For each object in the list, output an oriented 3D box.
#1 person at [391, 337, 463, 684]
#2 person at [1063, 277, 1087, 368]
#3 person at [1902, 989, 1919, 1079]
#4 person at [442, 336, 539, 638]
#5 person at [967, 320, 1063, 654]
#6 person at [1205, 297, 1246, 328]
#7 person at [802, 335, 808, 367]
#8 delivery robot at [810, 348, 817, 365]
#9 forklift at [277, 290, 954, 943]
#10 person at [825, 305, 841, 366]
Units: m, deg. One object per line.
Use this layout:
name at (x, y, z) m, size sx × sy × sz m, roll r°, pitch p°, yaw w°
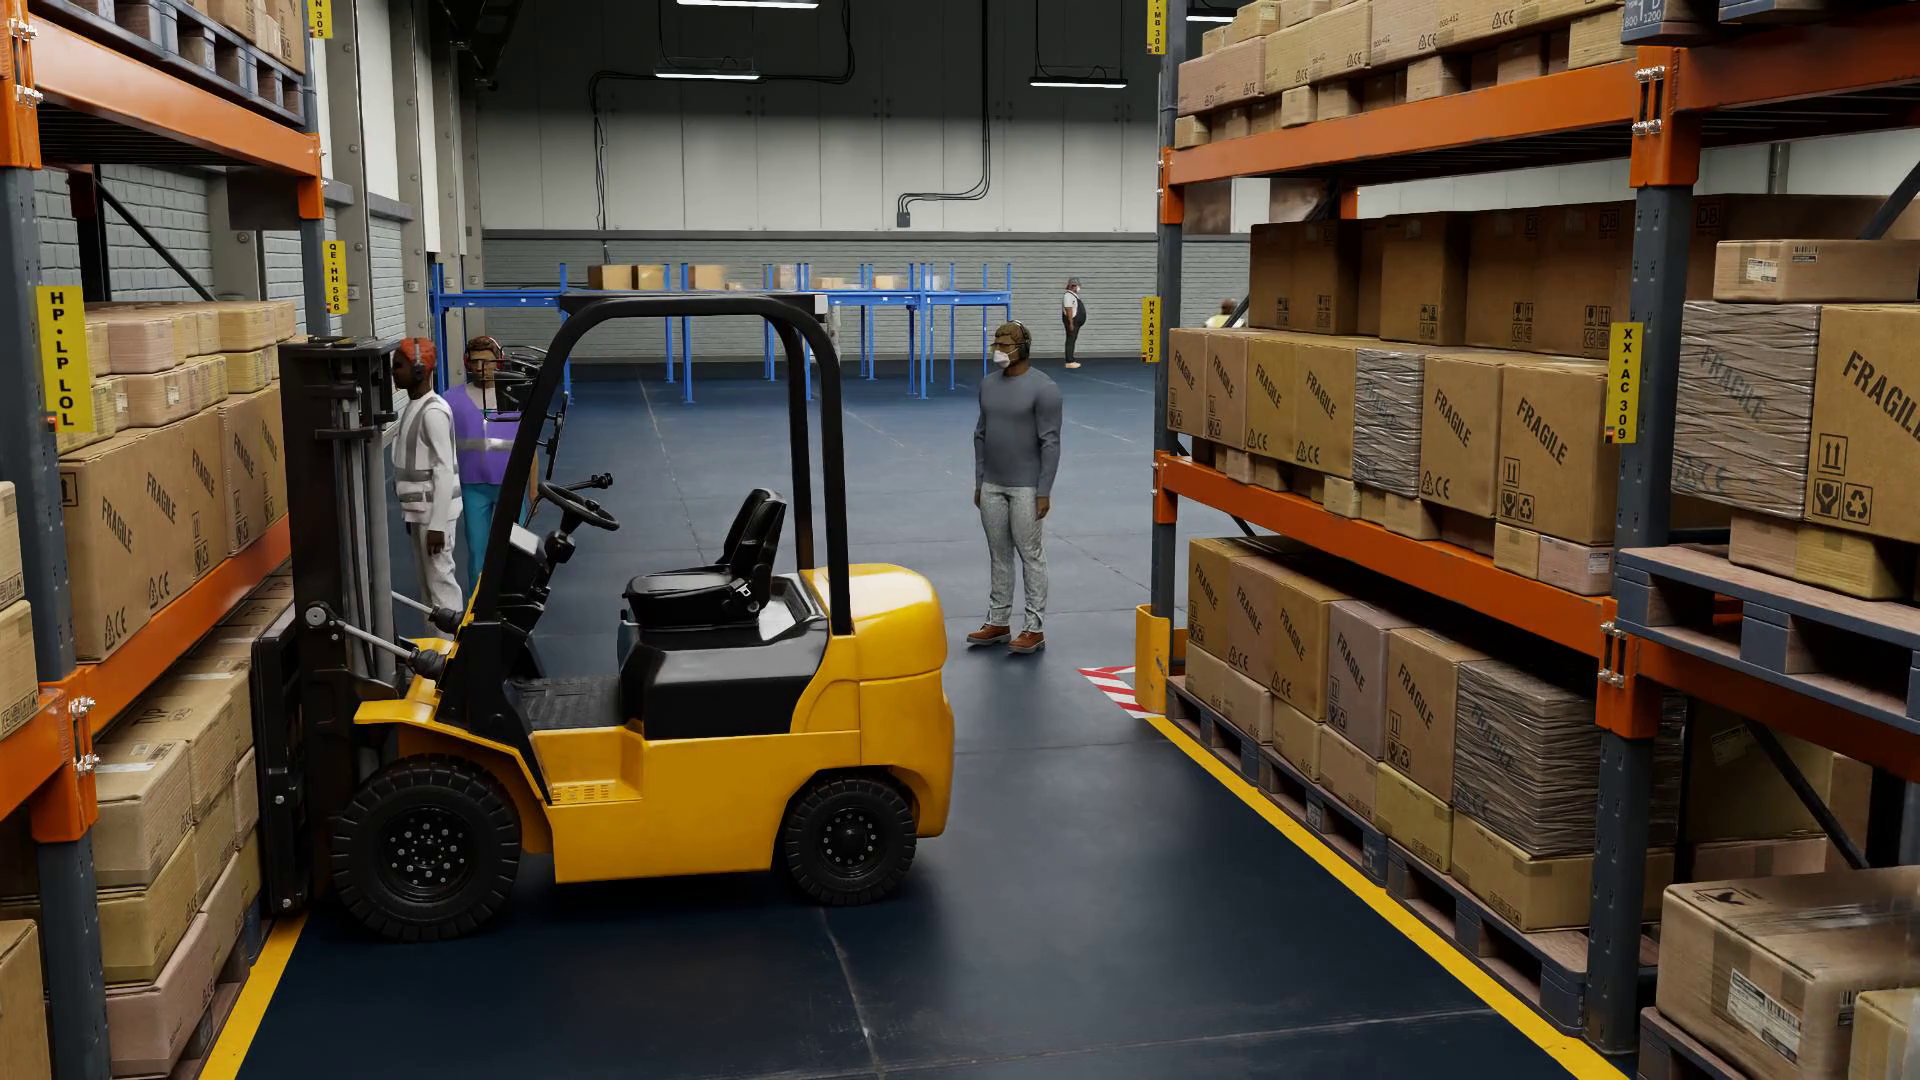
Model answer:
person at (-2.819, -0.126, 8.795) m, size 0.358 × 1.883 × 0.572 m, roll -5°, pitch 11°, yaw -28°
person at (2.585, -4.888, 37.471) m, size 0.535 × 2.000 × 0.690 m, roll 2°, pitch 9°, yaw 11°
person at (1.672, 0.869, 2.427) m, size 0.614 × 2.000 × 1.026 m, roll -1°, pitch 9°, yaw -6°
person at (-2.832, -0.313, 10.082) m, size 0.563 × 1.838 × 0.378 m, roll -1°, pitch 9°, yaw -6°
person at (0.315, -0.314, 9.774) m, size 0.629 × 1.940 × 0.373 m, roll 9°, pitch 13°, yaw 44°
person at (3.770, -2.539, 23.708) m, size 0.640 × 1.825 × 0.502 m, roll 4°, pitch 10°, yaw 23°
person at (-3.415, -4.507, 36.248) m, size 0.282 × 1.636 × 0.500 m, roll 0°, pitch 9°, yaw 0°
delivery robot at (-3.323, -4.027, 36.454) m, size 0.707 × 0.478 × 0.477 m, roll 2°, pitch 10°, yaw 14°
forklift at (-1.179, 0.175, 6.143) m, size 2.313 × 2.155 × 1.214 m, roll -2°, pitch 10°, yaw -12°
person at (-2.707, -4.485, 35.211) m, size 0.373 × 1.936 × 0.627 m, roll -2°, pitch 9°, yaw -10°
